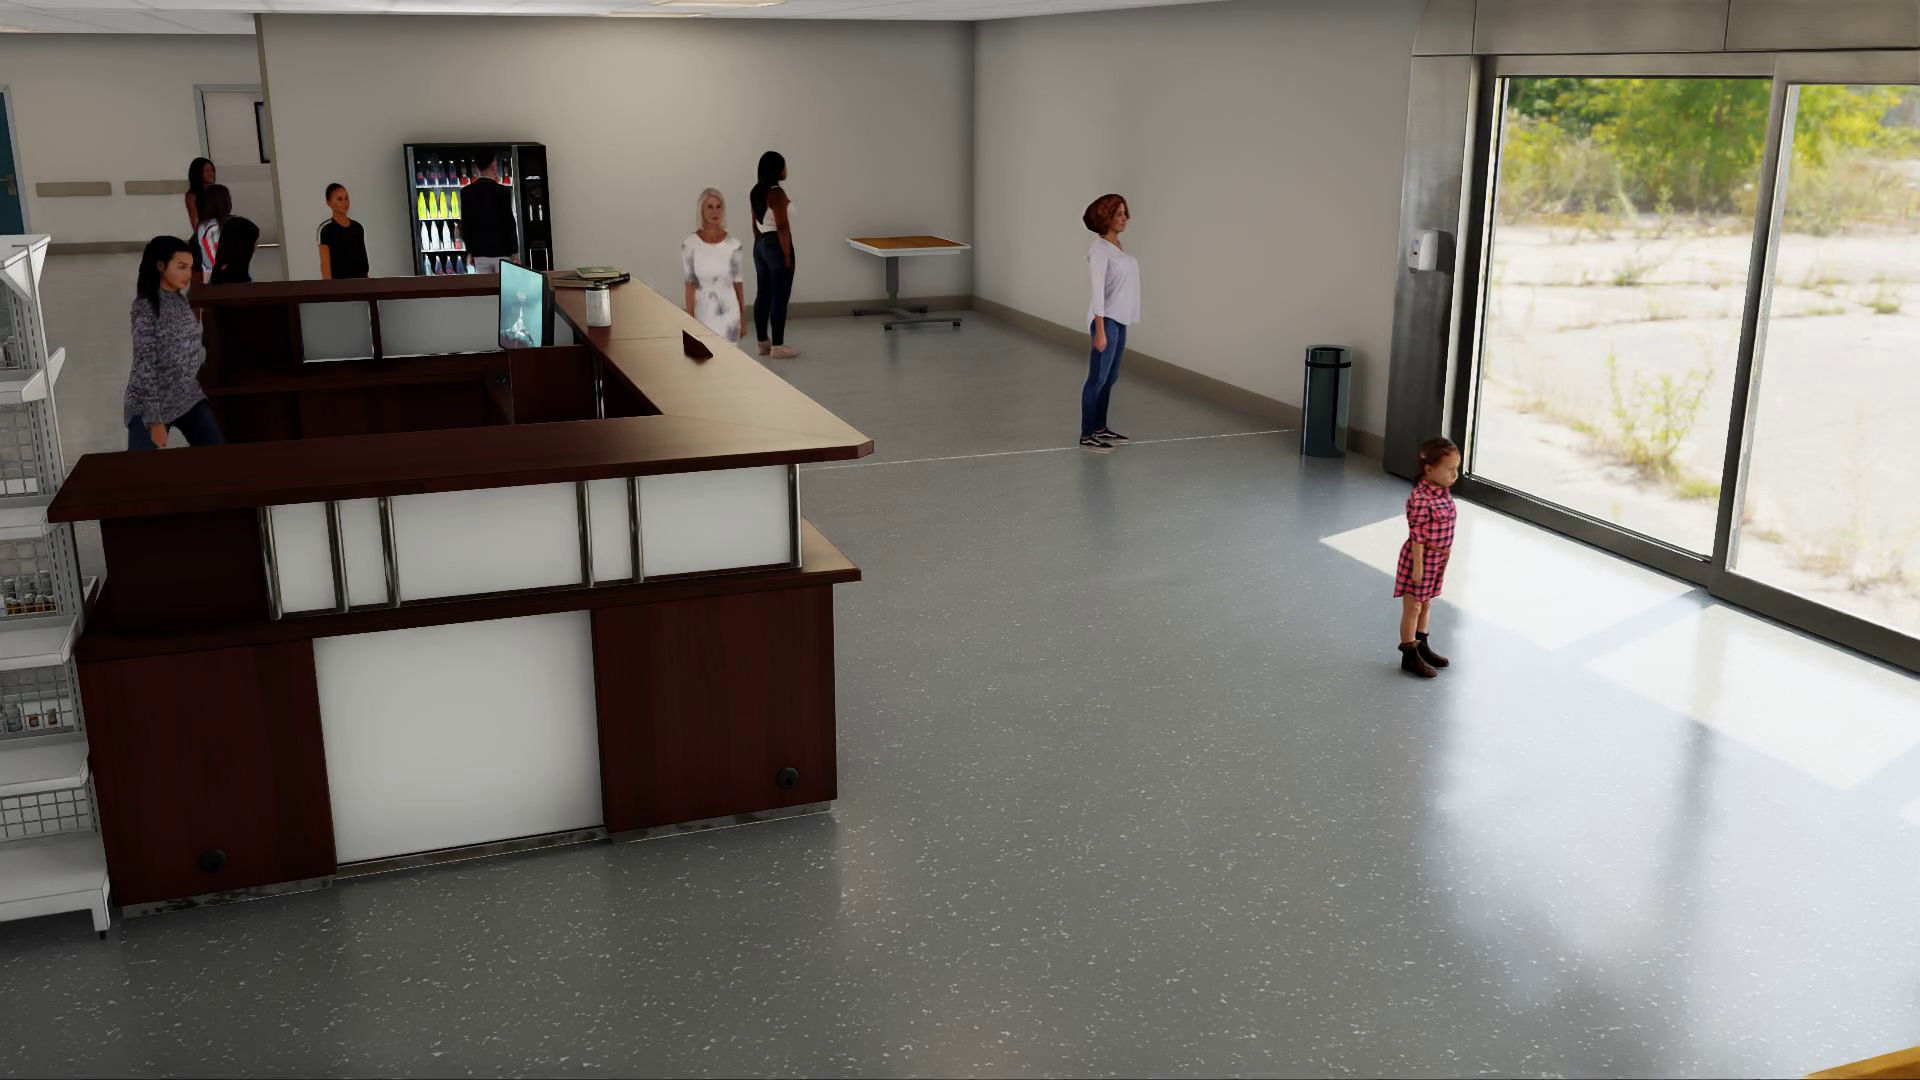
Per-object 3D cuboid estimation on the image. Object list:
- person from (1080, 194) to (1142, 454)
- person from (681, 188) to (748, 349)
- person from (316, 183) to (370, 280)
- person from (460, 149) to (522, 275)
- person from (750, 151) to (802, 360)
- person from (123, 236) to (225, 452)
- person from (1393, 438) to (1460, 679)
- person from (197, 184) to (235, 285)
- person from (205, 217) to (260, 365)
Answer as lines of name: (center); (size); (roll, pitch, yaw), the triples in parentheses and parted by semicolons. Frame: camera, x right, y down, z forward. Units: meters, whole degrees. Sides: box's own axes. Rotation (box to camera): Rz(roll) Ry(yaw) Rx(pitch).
person: (0.987, -1.485, 11.264); (0.805, 1.711, 0.744); (7, 17, 24)
person: (-1.689, -1.505, 11.295); (0.839, 1.733, 0.659); (-5, 17, -18)
person: (-4.746, -1.907, 12.841); (0.726, 1.669, 0.651); (9, 18, 29)
person: (-4.122, -2.508, 14.650); (0.692, 1.844, 0.800); (4, 16, 14)
person: (-1.677, -2.542, 14.837); (0.695, 1.807, 0.713); (-11, 19, -35)
person: (-4.012, -0.623, 8.269); (1.292, 1.677, 1.090); (3, 16, 11)
person: (1.979, 0.059, 7.064); (0.562, 1.018, 0.485); (12, 20, 37)
person: (-6.023, -2.111, 13.662); (0.718, 1.615, 0.660); (7, 17, 23)
person: (-4.525, -1.136, 10.215); (0.967, 1.609, 1.093); (12, 19, 35)
